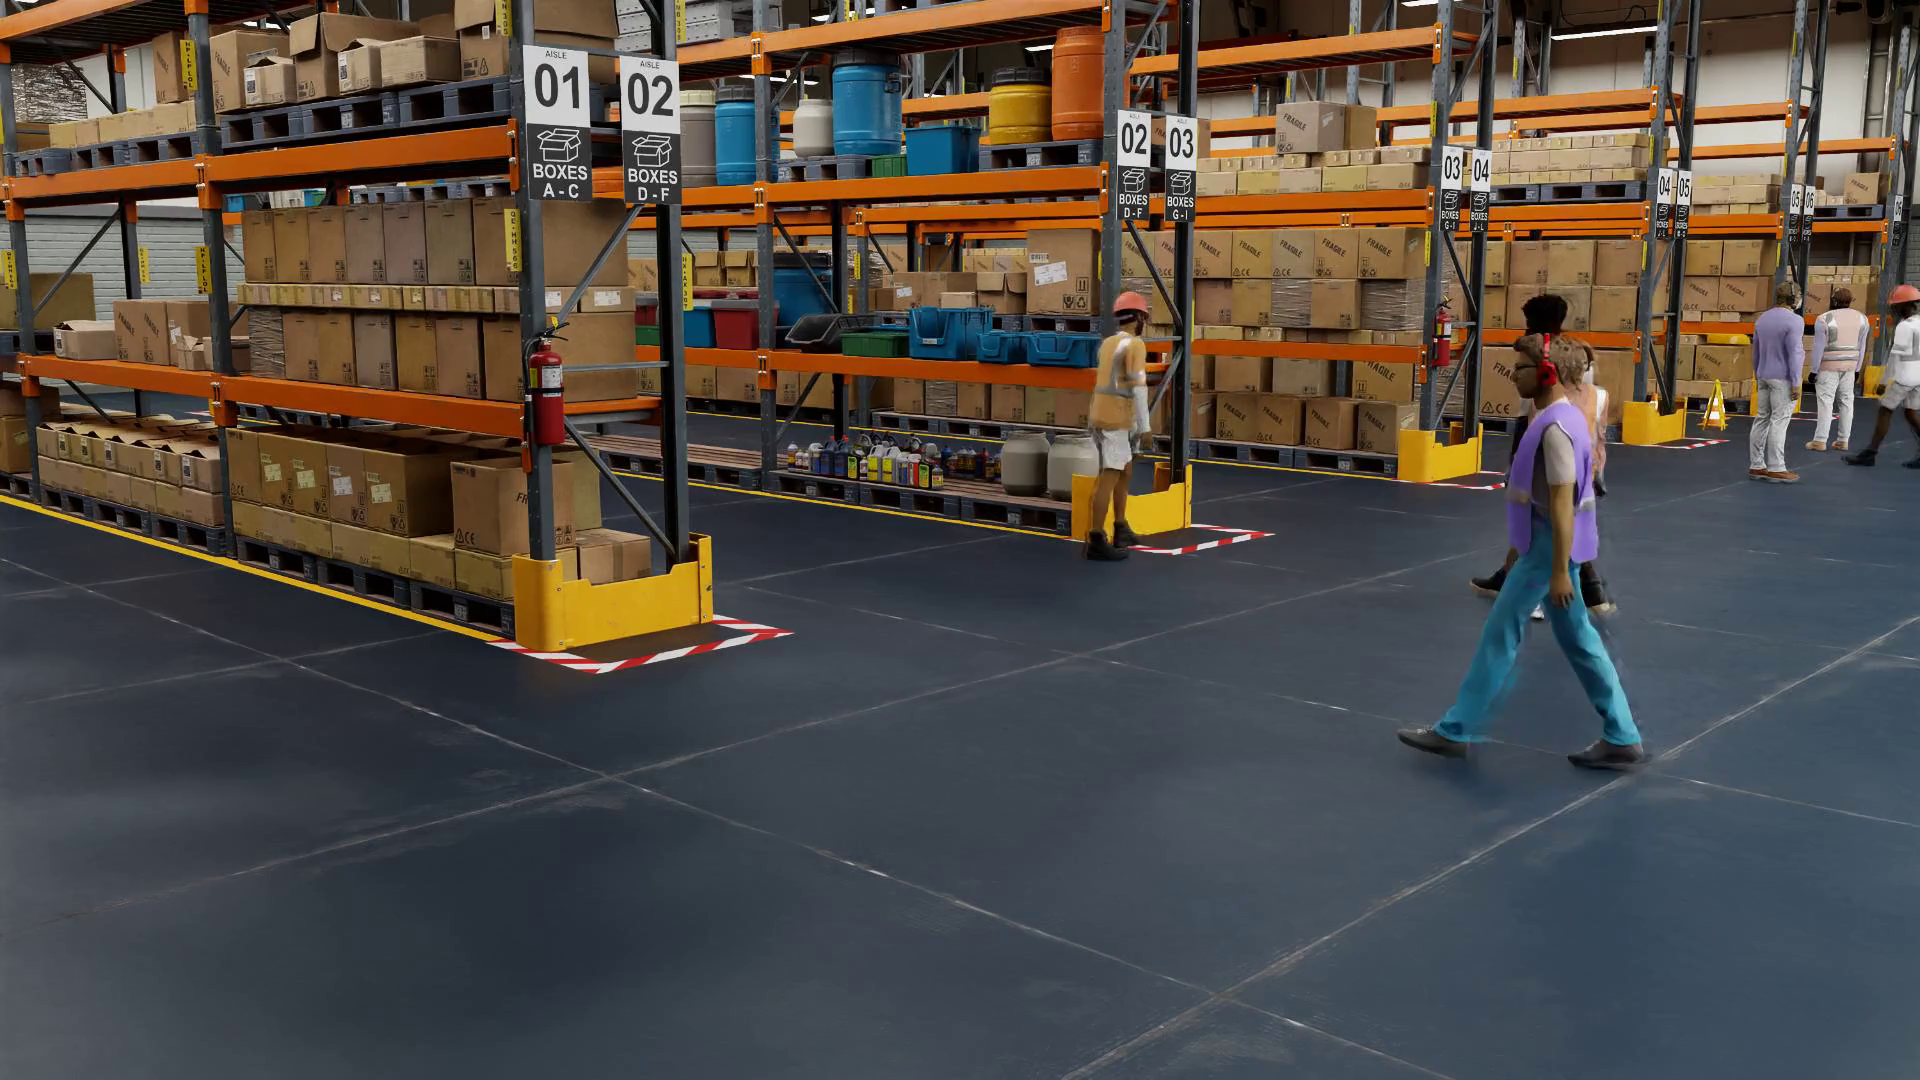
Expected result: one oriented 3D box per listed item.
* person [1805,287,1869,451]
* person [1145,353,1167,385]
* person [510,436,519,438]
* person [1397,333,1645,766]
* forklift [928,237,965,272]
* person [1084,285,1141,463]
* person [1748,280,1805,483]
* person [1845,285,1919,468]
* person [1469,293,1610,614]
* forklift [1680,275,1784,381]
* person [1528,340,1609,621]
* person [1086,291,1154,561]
[{"bbox_3d":[9.928,-1.939,18.876,0.626,1.846,0.429,-1,9,-7],"label":"person"},{"bbox_3d":[2.434,-2.314,21.053,0.355,1.883,0.574,8,12,39],"label":"person"},{"bbox_3d":[-3.822,-1.075,14.338,0.850,1.580,0.518,7,12,38],"label":"person"},{"bbox_3d":[2.388,0.047,6.861,0.990,1.792,0.589,4,10,21],"label":"person"},{"bbox_3d":[-0.326,-5.817,39.609,1.129,2.768,1.873,9,13,43],"label":"forklift"},{"bbox_3d":[1.571,-1.795,17.823,0.952,1.895,0.646,8,12,41],"label":"person"},{"bbox_3d":[7.928,-1.538,16.120,0.354,1.937,0.635,-2,9,-10],"label":"person"},{"bbox_3d":[9.723,-1.693,17.277,0.580,1.883,0.838,-7,12,-37],"label":"person"},{"bbox_3d":[3.542,-0.521,10.009,0.605,1.910,1.026,-8,12,-39],"label":"person"},{"bbox_3d":[12.480,-3.427,27.053,1.214,2.155,2.313,9,13,43],"label":"forklift"},{"bbox_3d":[3.550,-0.352,9.764,0.515,1.640,0.315,-2,9,-11],"label":"person"},{"bbox_3d":[1.166,-0.832,11.960,0.732,1.887,0.644,-3,10,-18],"label":"person"}]
